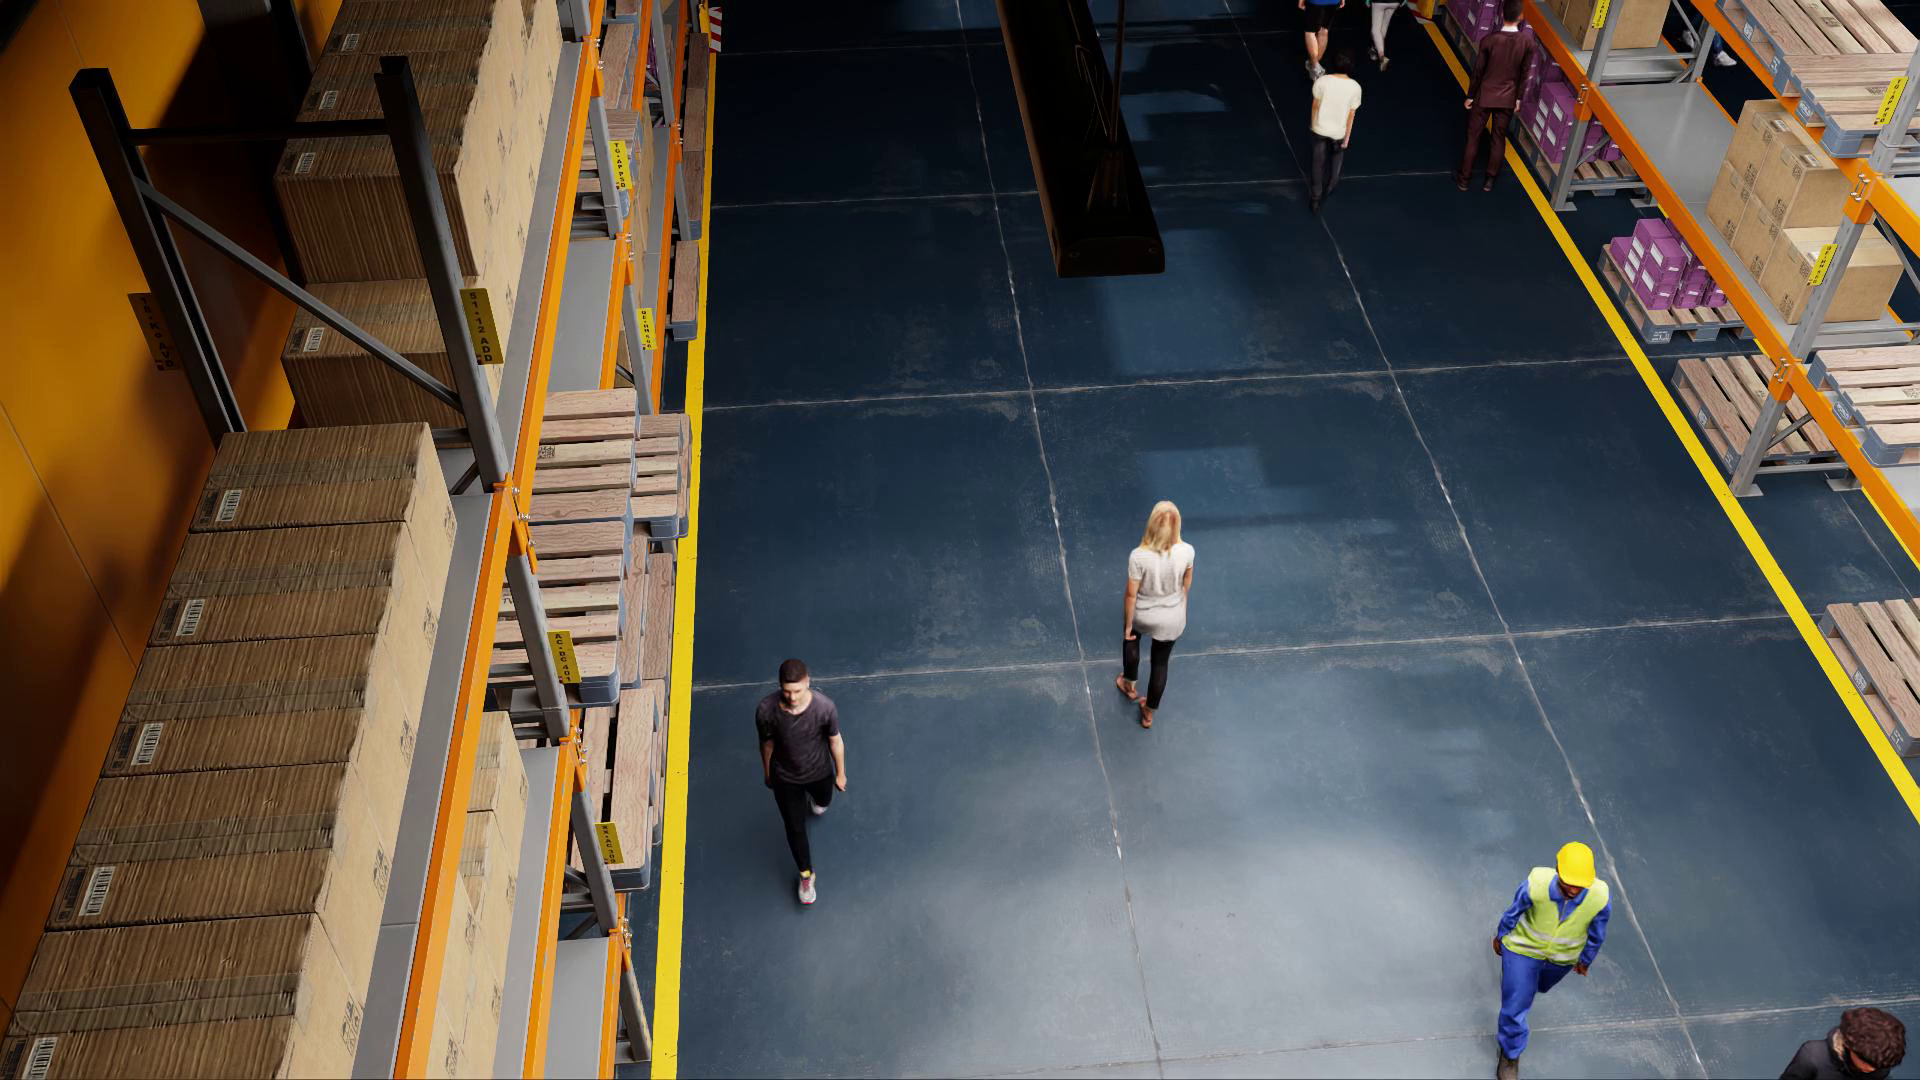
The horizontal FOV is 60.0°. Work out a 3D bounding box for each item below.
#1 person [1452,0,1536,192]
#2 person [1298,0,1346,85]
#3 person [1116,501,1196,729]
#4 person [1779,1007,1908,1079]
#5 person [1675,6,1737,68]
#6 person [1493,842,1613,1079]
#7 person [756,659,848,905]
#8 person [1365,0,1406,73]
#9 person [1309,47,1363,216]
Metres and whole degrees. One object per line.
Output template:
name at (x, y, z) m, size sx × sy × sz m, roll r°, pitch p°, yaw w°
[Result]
person at (4.898, -4.058, 15.221) m, size 0.720 × 1.863 × 0.664 m, roll 4°, pitch 44°, yaw 4°
person at (3.668, -5.413, 16.656) m, size 0.670 × 1.844 × 1.010 m, roll -4°, pitch 44°, yaw -4°
person at (1.251, 0.536, 10.436) m, size 0.605 × 1.811 × 0.672 m, roll -2°, pitch 44°, yaw -2°
person at (4.119, 2.795, 8.090) m, size 0.630 × 1.776 × 0.609 m, roll 0°, pitch 44°, yaw -1°
person at (7.829, -5.869, 17.189) m, size 0.993 × 1.771 × 1.228 m, roll -21°, pitch 48°, yaw -21°
person at (3.084, 2.096, 8.818) m, size 0.869 × 1.784 × 1.194 m, roll 5°, pitch 44°, yaw 6°
person at (-0.909, 1.276, 9.711) m, size 0.631 × 1.739 × 1.082 m, roll -3°, pitch 44°, yaw -4°
person at (4.391, -5.522, 17.037) m, size 0.587 × 1.479 × 0.888 m, roll -5°, pitch 44°, yaw -5°
person at (3.330, -3.652, 15.007) m, size 0.708 × 1.571 × 0.813 m, roll 7°, pitch 44°, yaw 7°
